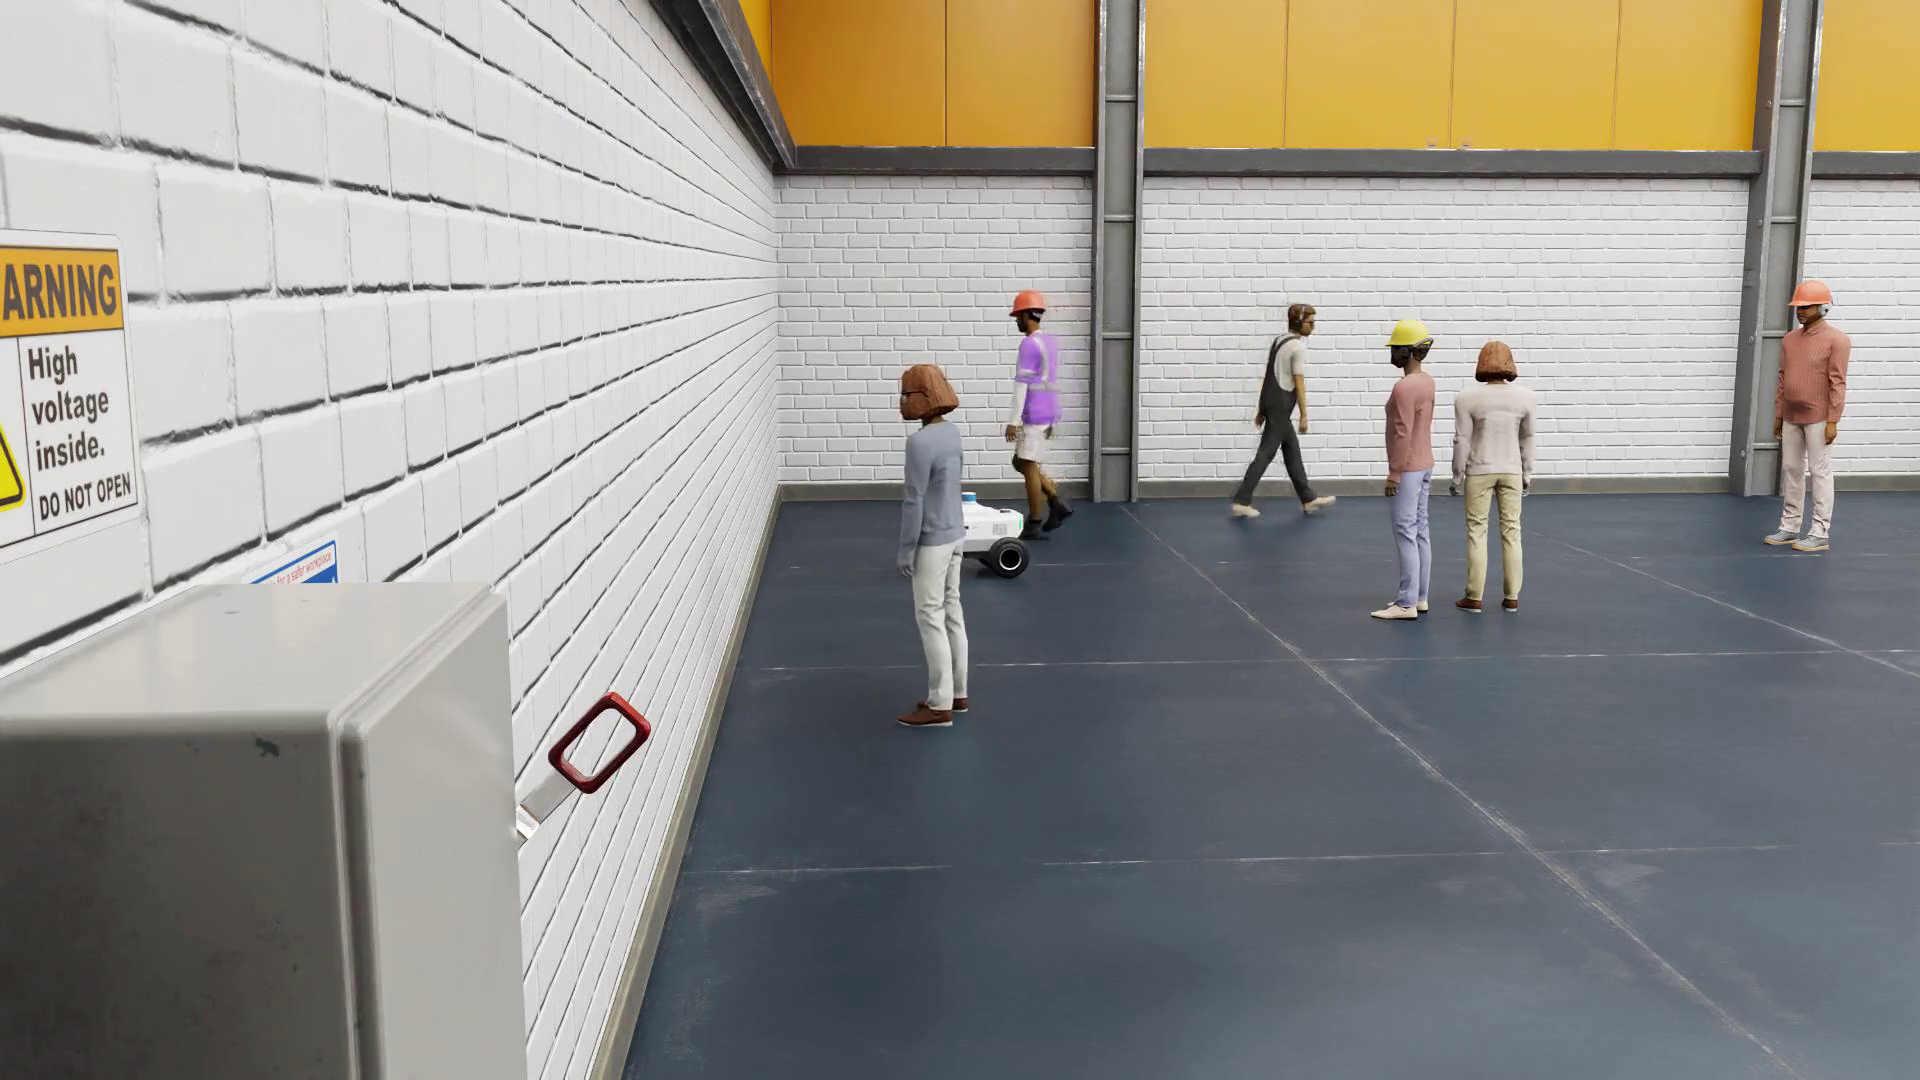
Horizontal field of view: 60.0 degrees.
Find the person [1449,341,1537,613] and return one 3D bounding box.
[{"bbox_3d":[3.190,-0.375,9.988,0.501,1.631,0.287,0,9,-2],"label":"person"}]

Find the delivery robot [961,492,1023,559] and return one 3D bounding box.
[{"bbox_3d":[0.053,-0.080,11.217,0.707,0.478,0.477,-2,9,-12],"label":"delivery robot"}]

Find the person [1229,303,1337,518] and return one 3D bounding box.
[{"bbox_3d":[2.687,-1.069,13.845,0.991,1.784,0.552,-1,9,-9],"label":"person"}]

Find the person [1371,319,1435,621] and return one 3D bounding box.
[{"bbox_3d":[2.621,-0.411,9.798,0.314,1.767,0.534,6,11,32],"label":"person"}]

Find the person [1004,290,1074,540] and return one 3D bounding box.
[{"bbox_3d":[0.560,-0.939,12.671,0.454,1.912,0.583,2,9,14],"label":"person"}]

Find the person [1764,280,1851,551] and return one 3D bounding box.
[{"bbox_3d":[6.252,-0.917,12.292,0.407,1.987,0.614,-3,9,-16],"label":"person"}]

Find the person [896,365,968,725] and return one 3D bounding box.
[{"bbox_3d":[-0.124,0.023,7.526,0.284,1.626,0.507,3,10,21],"label":"person"}]
